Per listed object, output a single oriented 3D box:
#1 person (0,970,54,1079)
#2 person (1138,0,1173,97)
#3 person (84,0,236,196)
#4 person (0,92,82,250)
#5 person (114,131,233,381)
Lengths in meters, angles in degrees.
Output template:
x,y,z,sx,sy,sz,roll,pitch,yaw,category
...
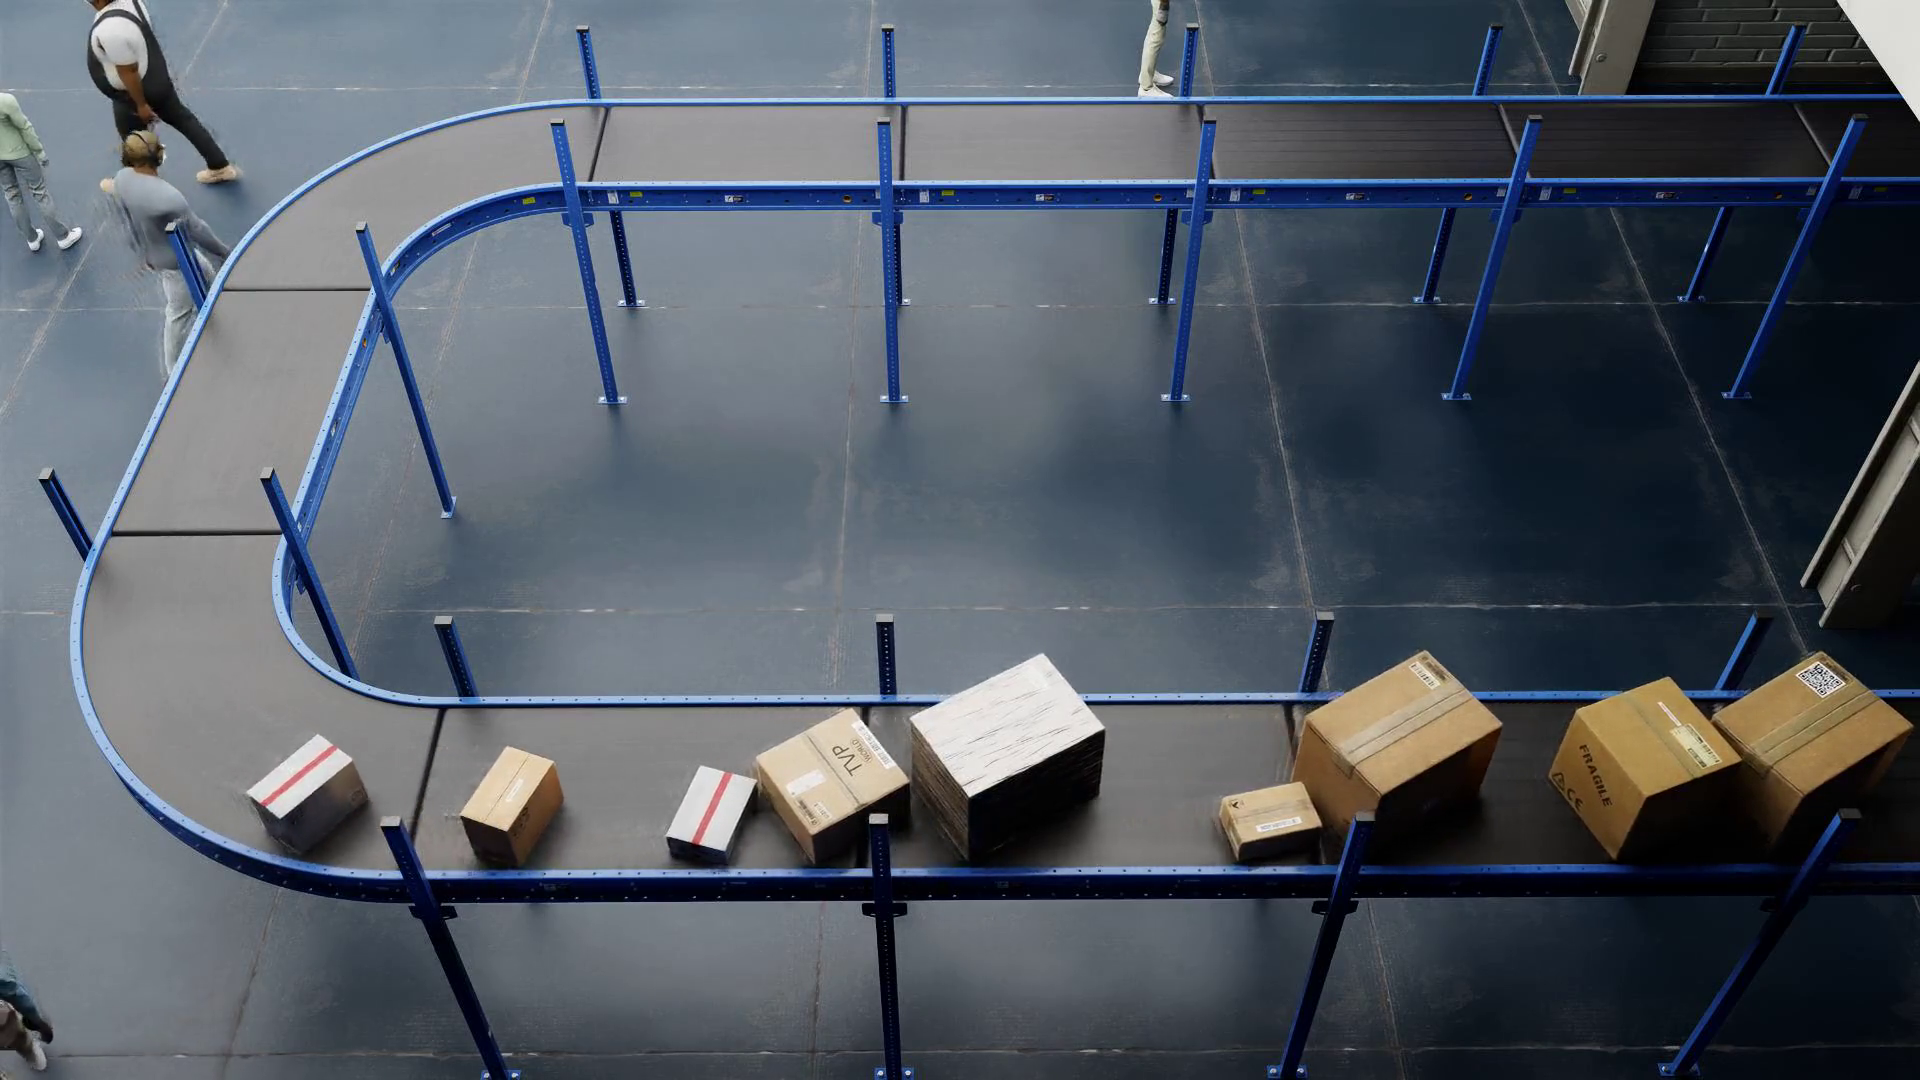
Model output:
x,y,z,sx,sy,sz,roll,pitch,yaw,category
-4.603,2.294,8.039,0.521,1.599,0.853,-36,56,-29,person
1.694,-4.532,14.238,0.312,1.865,0.514,4,47,3,person
-6.360,-3.568,13.243,1.038,2.000,0.699,-2,47,-2,person
-7.099,-2.887,12.852,0.507,1.633,0.277,-1,47,-1,person
-5.342,-1.997,11.859,0.625,1.871,1.050,32,55,27,person
